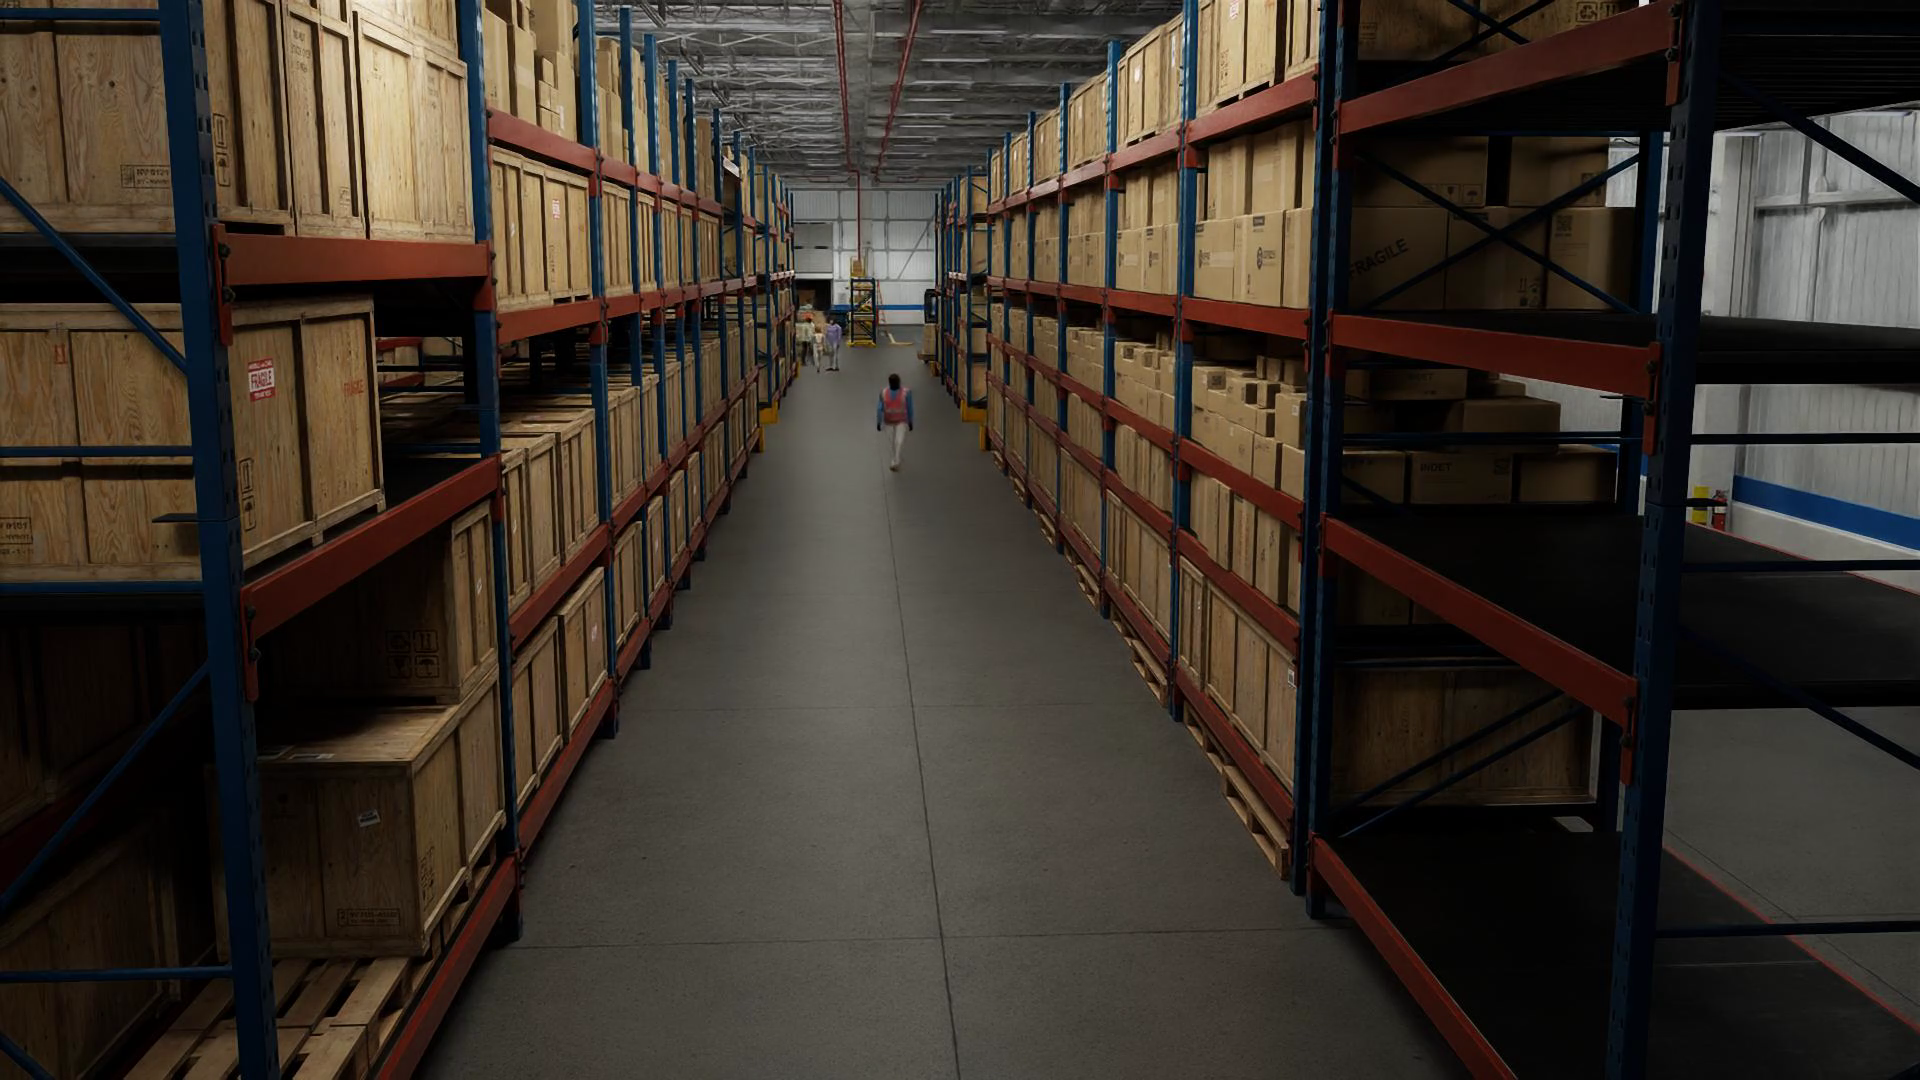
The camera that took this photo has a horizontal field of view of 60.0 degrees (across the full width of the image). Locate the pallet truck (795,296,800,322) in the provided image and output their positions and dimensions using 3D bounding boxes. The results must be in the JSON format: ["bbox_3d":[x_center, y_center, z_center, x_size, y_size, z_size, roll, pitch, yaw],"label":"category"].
[{"bbox_3d":[-8.622,-12.439,91.403,1.885,1.965,0.823,2,10,13],"label":"pallet truck"}]

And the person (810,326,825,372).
[{"bbox_3d":[-4.942,-6.633,57.855,0.520,1.615,0.698,-3,10,-20],"label":"person"}]

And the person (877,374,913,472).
[{"bbox_3d":[-1.204,-2.163,30.660,0.638,1.788,0.976,2,10,14],"label":"person"}]

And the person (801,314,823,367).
[{"bbox_3d":[-5.469,-7.270,60.682,1.002,1.939,0.657,9,13,42],"label":"person"}]

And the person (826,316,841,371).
[{"bbox_3d":[-4.468,-6.899,58.528,0.635,1.937,0.386,8,12,38],"label":"person"}]

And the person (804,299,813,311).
[{"bbox_3d":[-7.937,-11.703,87.354,1.017,1.904,0.637,-6,11,-32],"label":"person"}]

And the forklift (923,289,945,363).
[{"bbox_3d":[-0.813,-8.130,63.033,1.129,2.768,1.873,-1,10,-3],"label":"forklift"}]
